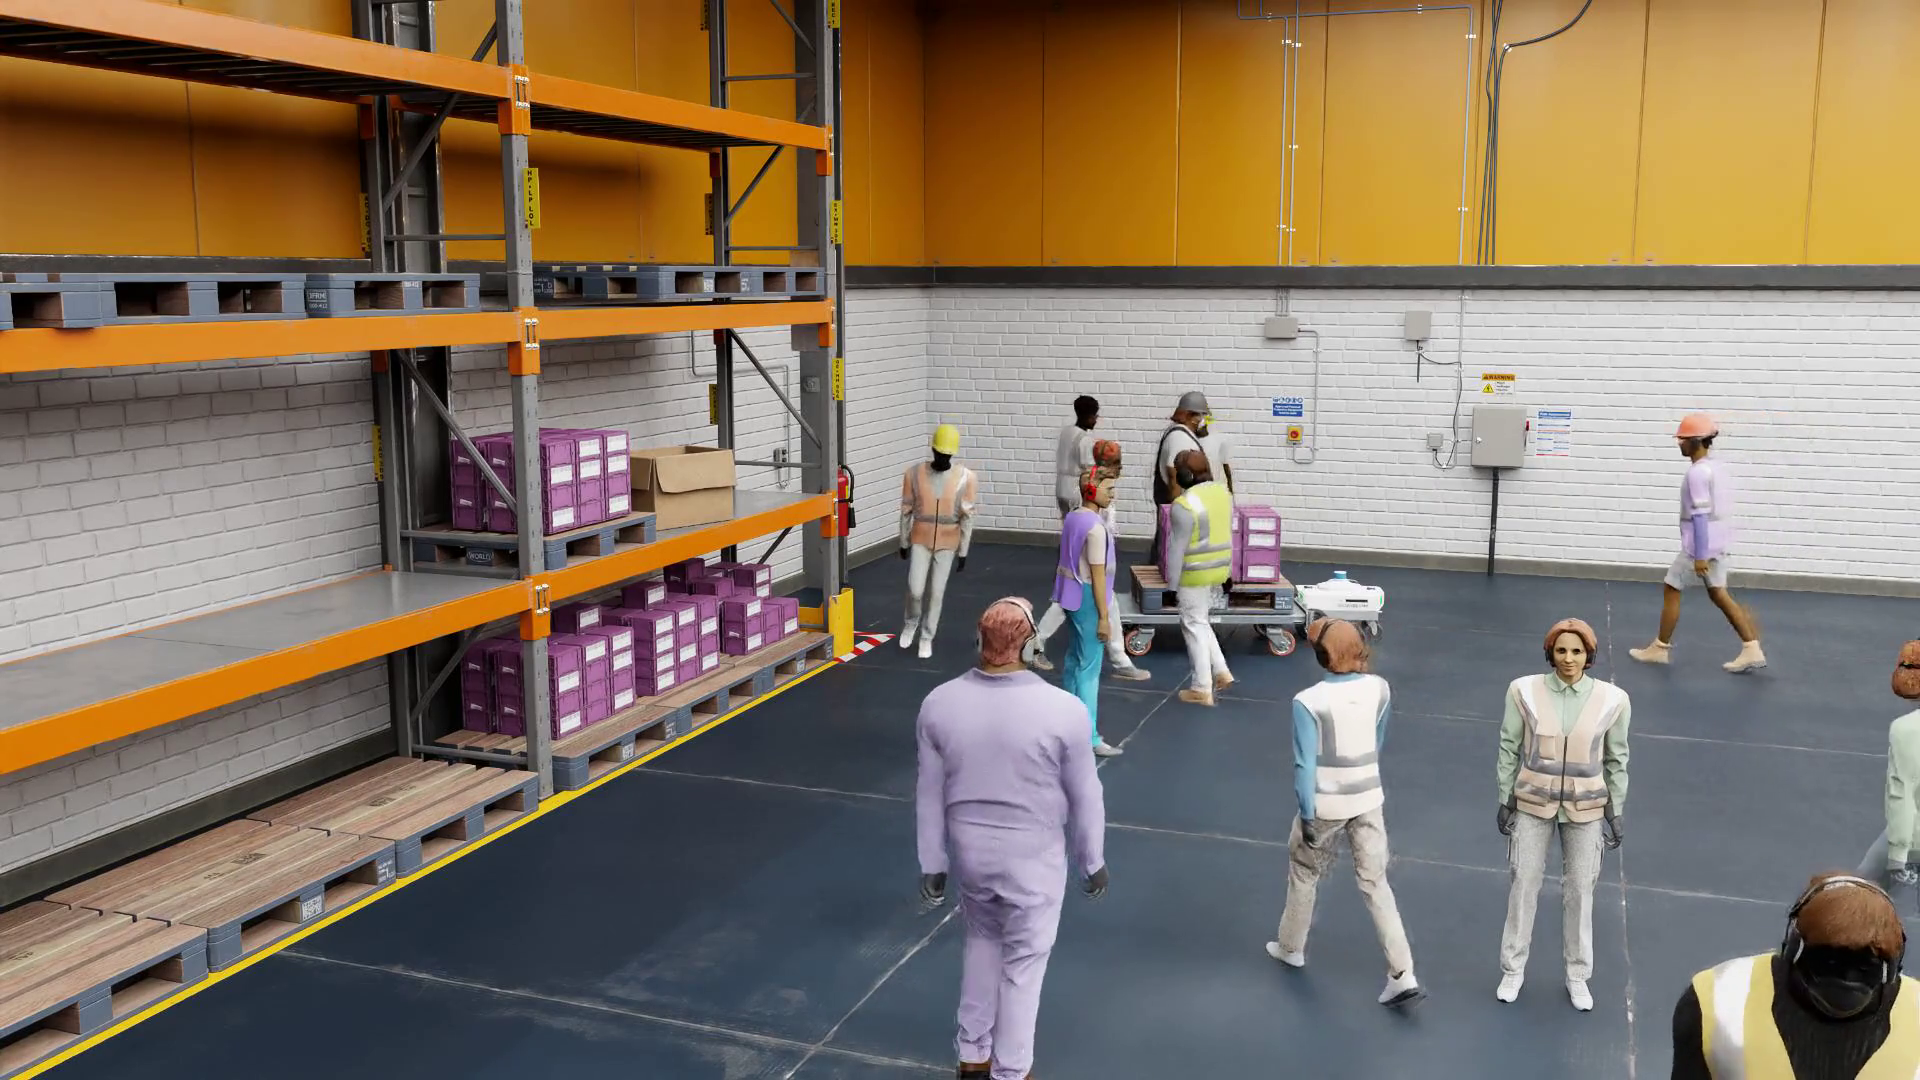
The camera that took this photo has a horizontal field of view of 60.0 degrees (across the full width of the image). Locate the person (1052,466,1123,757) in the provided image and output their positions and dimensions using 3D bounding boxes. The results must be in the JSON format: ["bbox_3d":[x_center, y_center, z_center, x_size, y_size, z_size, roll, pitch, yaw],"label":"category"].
[{"bbox_3d":[0.796,0.447,10.541,0.396,1.840,0.564,-2,9,-13],"label":"person"}]

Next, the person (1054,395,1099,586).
[{"bbox_3d":[1.122,-0.434,15.856,0.412,1.916,0.665,-4,10,-21],"label":"person"}]

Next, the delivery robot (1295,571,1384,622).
[{"bbox_3d":[3.174,0.504,13.911,0.707,0.478,0.477,1,9,6],"label":"delivery robot"}]

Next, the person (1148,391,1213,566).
[{"bbox_3d":[2.105,-0.370,15.038,0.892,2.000,0.705,0,9,-3],"label":"person"}]

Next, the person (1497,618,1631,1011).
[{"bbox_3d":[2.487,1.126,6.896,0.514,1.642,0.310,3,9,17],"label":"person"}]

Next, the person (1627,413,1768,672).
[{"bbox_3d":[5.748,0.028,12.743,1.000,1.996,0.624,8,12,41],"label":"person"}]

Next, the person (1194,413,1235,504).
[{"bbox_3d":[2.331,-0.396,15.898,0.544,1.818,0.919,5,10,27],"label":"person"}]

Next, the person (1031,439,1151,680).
[{"bbox_3d":[0.919,0.136,12.551,1.015,1.836,0.631,2,9,14],"label":"person"}]

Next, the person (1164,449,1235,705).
[{"bbox_3d":[1.664,0.271,11.699,0.442,1.819,0.645,8,12,40],"label":"person"}]

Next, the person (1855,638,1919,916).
[{"bbox_3d":[3.779,1.176,6.649,0.516,1.609,0.564,-4,10,-24],"label":"person"}]

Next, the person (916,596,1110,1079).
[{"bbox_3d":[0.206,1.139,6.044,0.647,1.890,0.511,4,10,25],"label":"person"}]

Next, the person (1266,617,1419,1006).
[{"bbox_3d":[1.637,1.127,7.010,0.502,1.601,0.828,-3,10,-21],"label":"person"}]

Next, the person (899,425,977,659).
[{"bbox_3d":[-0.180,0.024,13.066,0.619,1.878,0.589,0,9,-1],"label":"person"}]

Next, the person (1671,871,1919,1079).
[{"bbox_3d":[1.820,1.580,3.583,0.651,1.804,0.756,6,11,34],"label":"person"}]
